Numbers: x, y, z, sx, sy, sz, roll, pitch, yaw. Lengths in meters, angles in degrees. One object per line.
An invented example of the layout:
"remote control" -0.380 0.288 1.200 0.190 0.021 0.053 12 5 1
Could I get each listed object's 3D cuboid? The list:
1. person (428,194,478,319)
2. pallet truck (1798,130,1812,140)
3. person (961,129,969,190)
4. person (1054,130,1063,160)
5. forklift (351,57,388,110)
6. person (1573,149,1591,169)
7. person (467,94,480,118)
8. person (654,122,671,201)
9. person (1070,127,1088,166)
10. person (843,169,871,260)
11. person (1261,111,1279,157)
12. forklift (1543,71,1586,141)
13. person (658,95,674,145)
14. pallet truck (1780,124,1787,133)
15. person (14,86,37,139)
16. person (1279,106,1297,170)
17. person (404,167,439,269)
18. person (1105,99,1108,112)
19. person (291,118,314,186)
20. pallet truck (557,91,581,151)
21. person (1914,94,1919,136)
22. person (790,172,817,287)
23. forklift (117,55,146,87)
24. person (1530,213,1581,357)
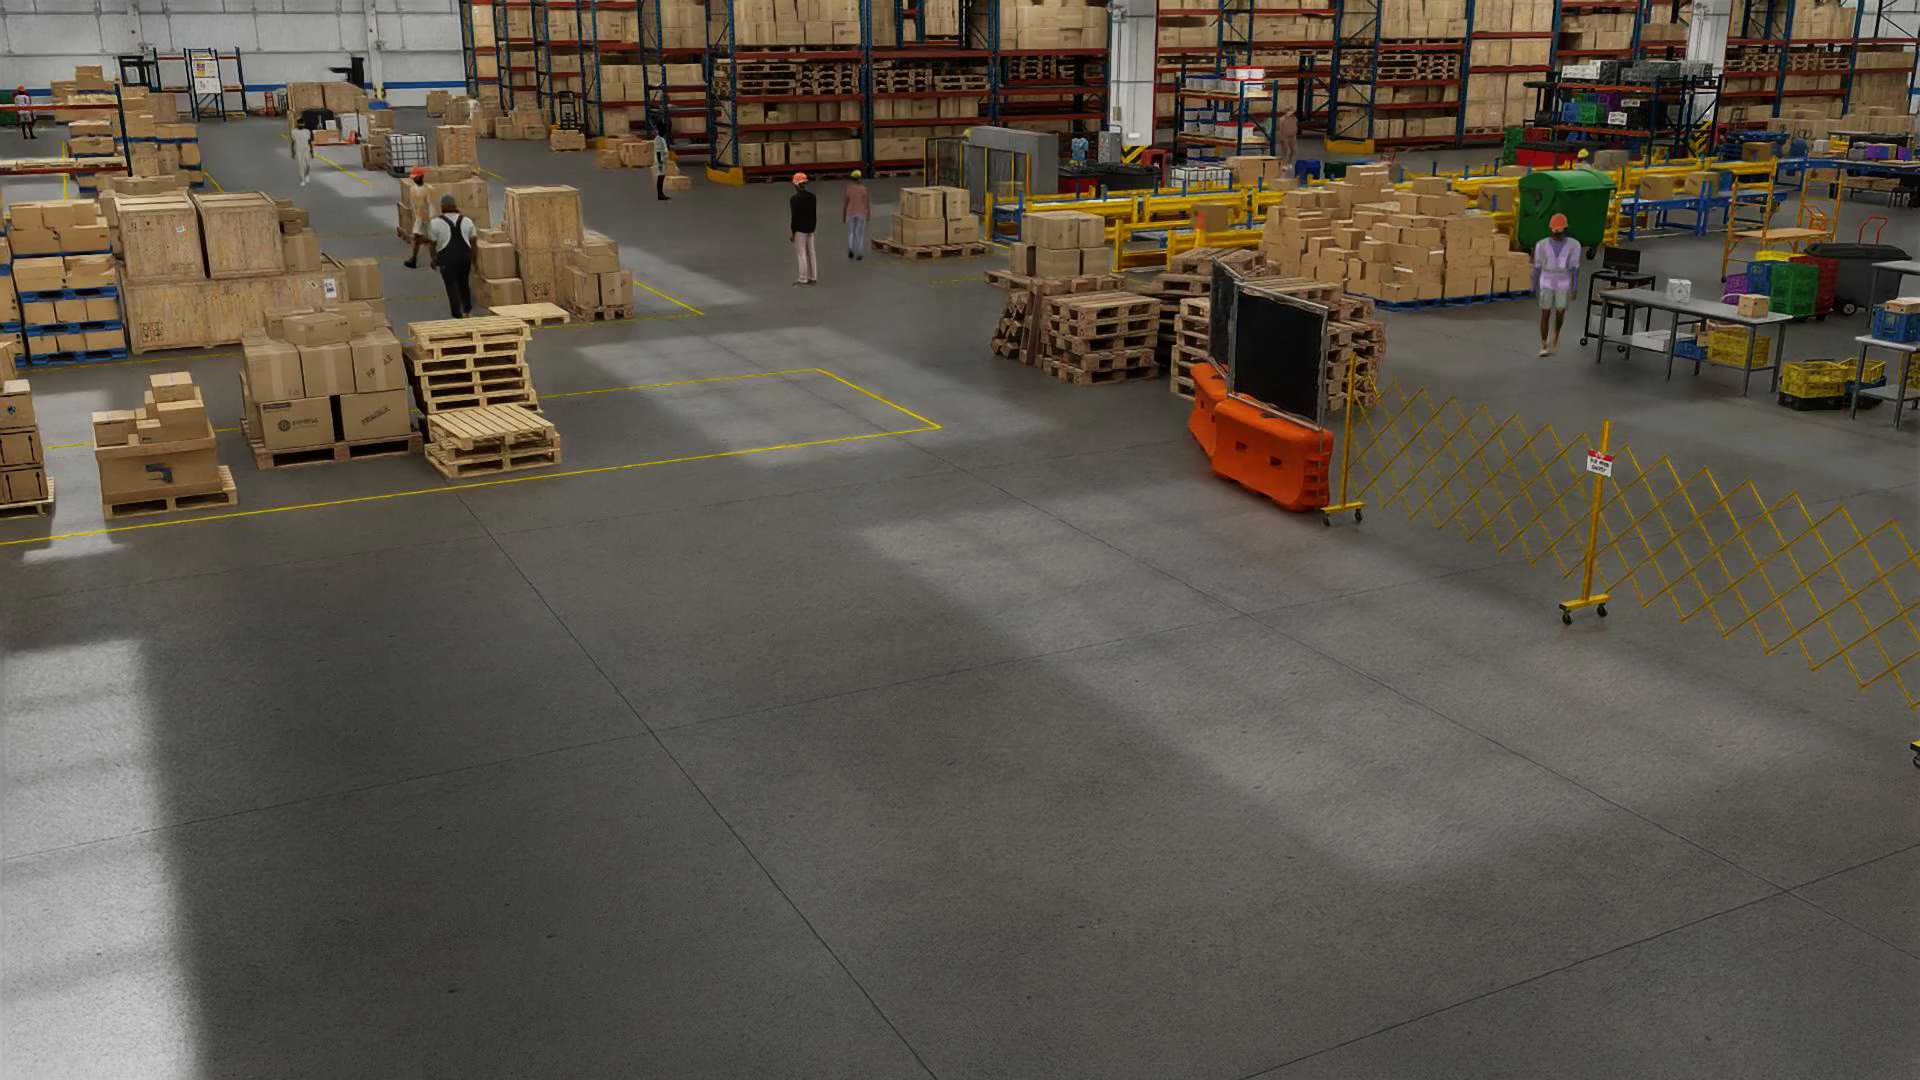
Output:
"person" -7.910 -4.397 25.897 0.697 2.000 0.758 -12 22 -34
"pallet truck" 25.526 -11.556 49.408 1.630 1.274 0.653 -9 20 -26
"person" 0.167 -9.465 42.049 0.424 1.817 0.625 -11 21 -32
"person" 2.394 -9.909 43.669 0.589 1.672 0.576 -7 19 -20
"forklift" -24.072 -17.956 66.815 1.873 2.768 1.129 -9 20 -26
"person" 13.902 -7.868 37.184 0.643 1.746 0.535 -6 19 -18
"person" -18.533 -16.239 63.544 0.528 1.580 0.878 8 20 24
"person" -7.592 -9.628 42.328 0.366 1.961 0.610 0 18 0
"person" 3.179 -10.197 44.528 0.535 1.700 0.318 13 22 34
"person" -2.008 -6.350 32.482 0.530 1.738 0.524 3 18 9
"person" 10.059 -13.136 53.832 0.498 1.610 0.726 -8 19 -22
"forklift" 18.685 -13.231 52.085 1.873 2.768 1.129 -9 20 -26
"person" -10.159 -14.197 56.715 0.957 1.878 0.603 -8 20 -25
"pallet truck" 25.206 -12.542 52.601 1.601 1.201 0.680 0 18 -2
"person" -34.928 -15.960 62.109 0.543 1.940 0.361 -1 18 -3
"person" 9.965 -12.179 50.412 0.645 1.893 0.432 -6 19 -19
"person" -10.149 -6.061 31.329 0.549 1.888 0.975 5 18 15
"person" 6.078 -17.755 68.167 0.543 1.639 0.909 -5 19 -16
"person" -18.165 -10.718 45.903 0.606 1.849 0.464 -9 20 -25
"pallet truck" -13.495 -14.412 57.188 0.823 1.965 1.885 -3 18 -9
"person" 36.974 -16.494 63.755 0.605 1.951 0.380 0 18 -1
"person" -2.776 -5.451 29.273 0.409 1.982 0.612 14 22 36
"forklift" -34.198 -18.635 68.931 1.873 2.768 1.129 16 24 40
"person" 8.328 -3.568 23.331 0.637 2.022 0.475 8 19 22
